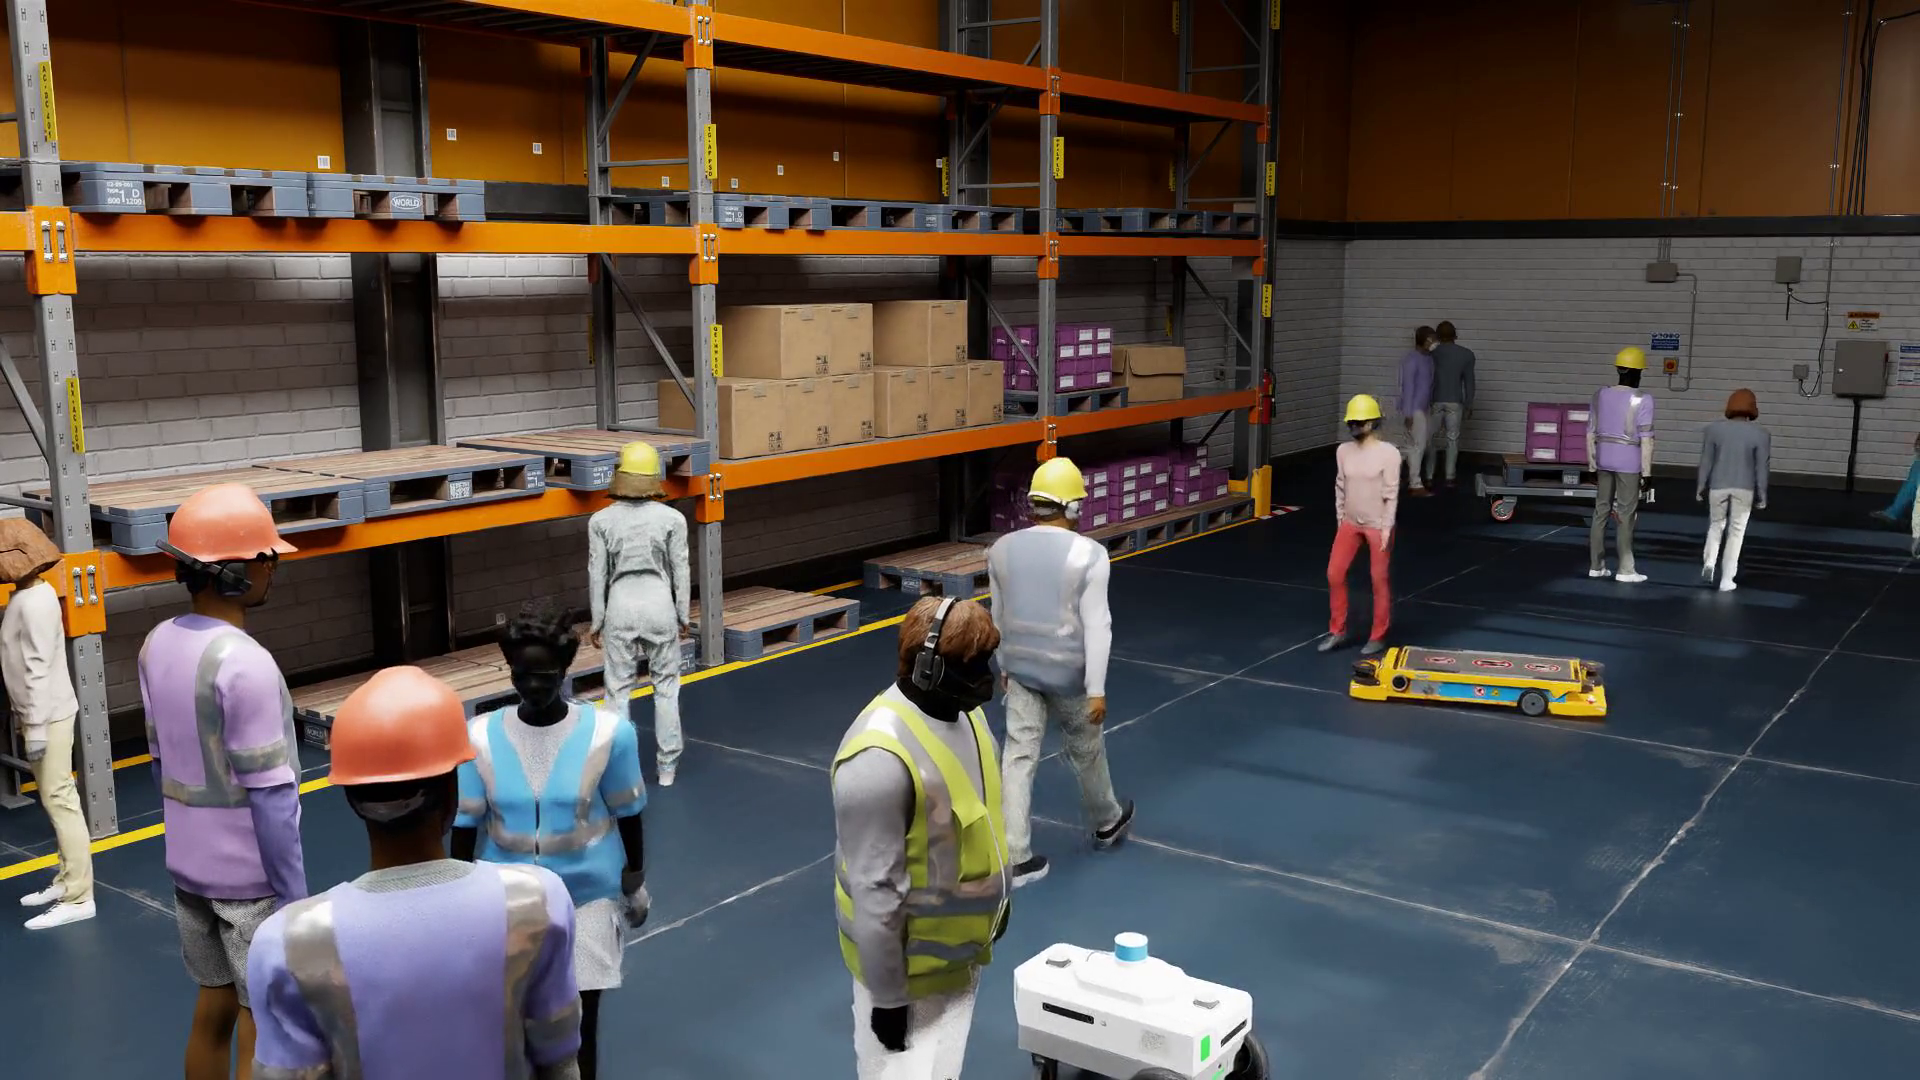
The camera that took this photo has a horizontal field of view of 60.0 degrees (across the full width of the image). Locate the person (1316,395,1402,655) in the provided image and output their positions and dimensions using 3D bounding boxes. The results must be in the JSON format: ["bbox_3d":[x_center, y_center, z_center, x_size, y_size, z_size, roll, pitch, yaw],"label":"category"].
[{"bbox_3d":[2.656,-0.081,11.003,0.539,1.746,0.597,9,13,44],"label":"person"}]

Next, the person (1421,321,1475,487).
[{"bbox_3d":[5.629,-1.567,19.321,0.666,1.930,0.389,2,10,13],"label":"person"}]

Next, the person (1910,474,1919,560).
[{"bbox_3d":[6.397,0.040,10.683,0.516,1.607,0.770,6,11,30],"label":"person"}]

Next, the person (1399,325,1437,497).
[{"bbox_3d":[5.052,-1.448,18.649,0.641,1.922,0.634,7,12,35],"label":"person"}]

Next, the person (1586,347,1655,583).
[{"bbox_3d":[5.421,-0.615,13.641,0.388,1.926,0.590,-6,11,-33],"label":"person"}]

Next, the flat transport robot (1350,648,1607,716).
[{"bbox_3d":[3.099,0.829,9.965,1.431,0.197,0.652,3,10,18],"label":"flat transport robot"}]

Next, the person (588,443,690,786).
[{"bbox_3d":[-1.594,0.384,8.305,0.493,1.718,0.380,-1,10,-6],"label":"person"}]

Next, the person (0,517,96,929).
[{"bbox_3d":[-3.658,0.722,6.613,0.272,1.613,0.495,-6,11,-32],"label":"person"}]

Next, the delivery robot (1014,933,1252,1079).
[{"bbox_3d":[0.520,1.454,5.118,0.707,0.478,0.477,7,11,34],"label":"delivery robot"}]

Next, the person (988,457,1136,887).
[{"bbox_3d":[0.442,0.535,7.174,0.622,1.787,0.920,6,11,31],"label":"person"}]

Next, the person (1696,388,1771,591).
[{"bbox_3d":[6.146,-0.398,13.236,0.539,1.617,0.379,7,12,37],"label":"person"}]

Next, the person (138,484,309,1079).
[{"bbox_3d":[-1.924,0.866,4.477,0.605,2.044,0.374,8,12,39],"label":"person"}]

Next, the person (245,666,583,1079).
[{"bbox_3d":[-0.938,1.179,2.936,0.547,1.934,0.376,-5,11,-27],"label":"person"}]

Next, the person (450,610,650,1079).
[{"bbox_3d":[-1.172,1.021,4.666,0.550,1.651,0.863,0,10,0],"label":"person"}]

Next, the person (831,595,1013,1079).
[{"bbox_3d":[-0.082,1.033,4.151,0.430,1.829,0.625,4,10,24],"label":"person"}]

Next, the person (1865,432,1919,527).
[{"bbox_3d":[9.467,-0.990,16.274,0.963,1.790,0.585,5,11,28],"label":"person"}]
